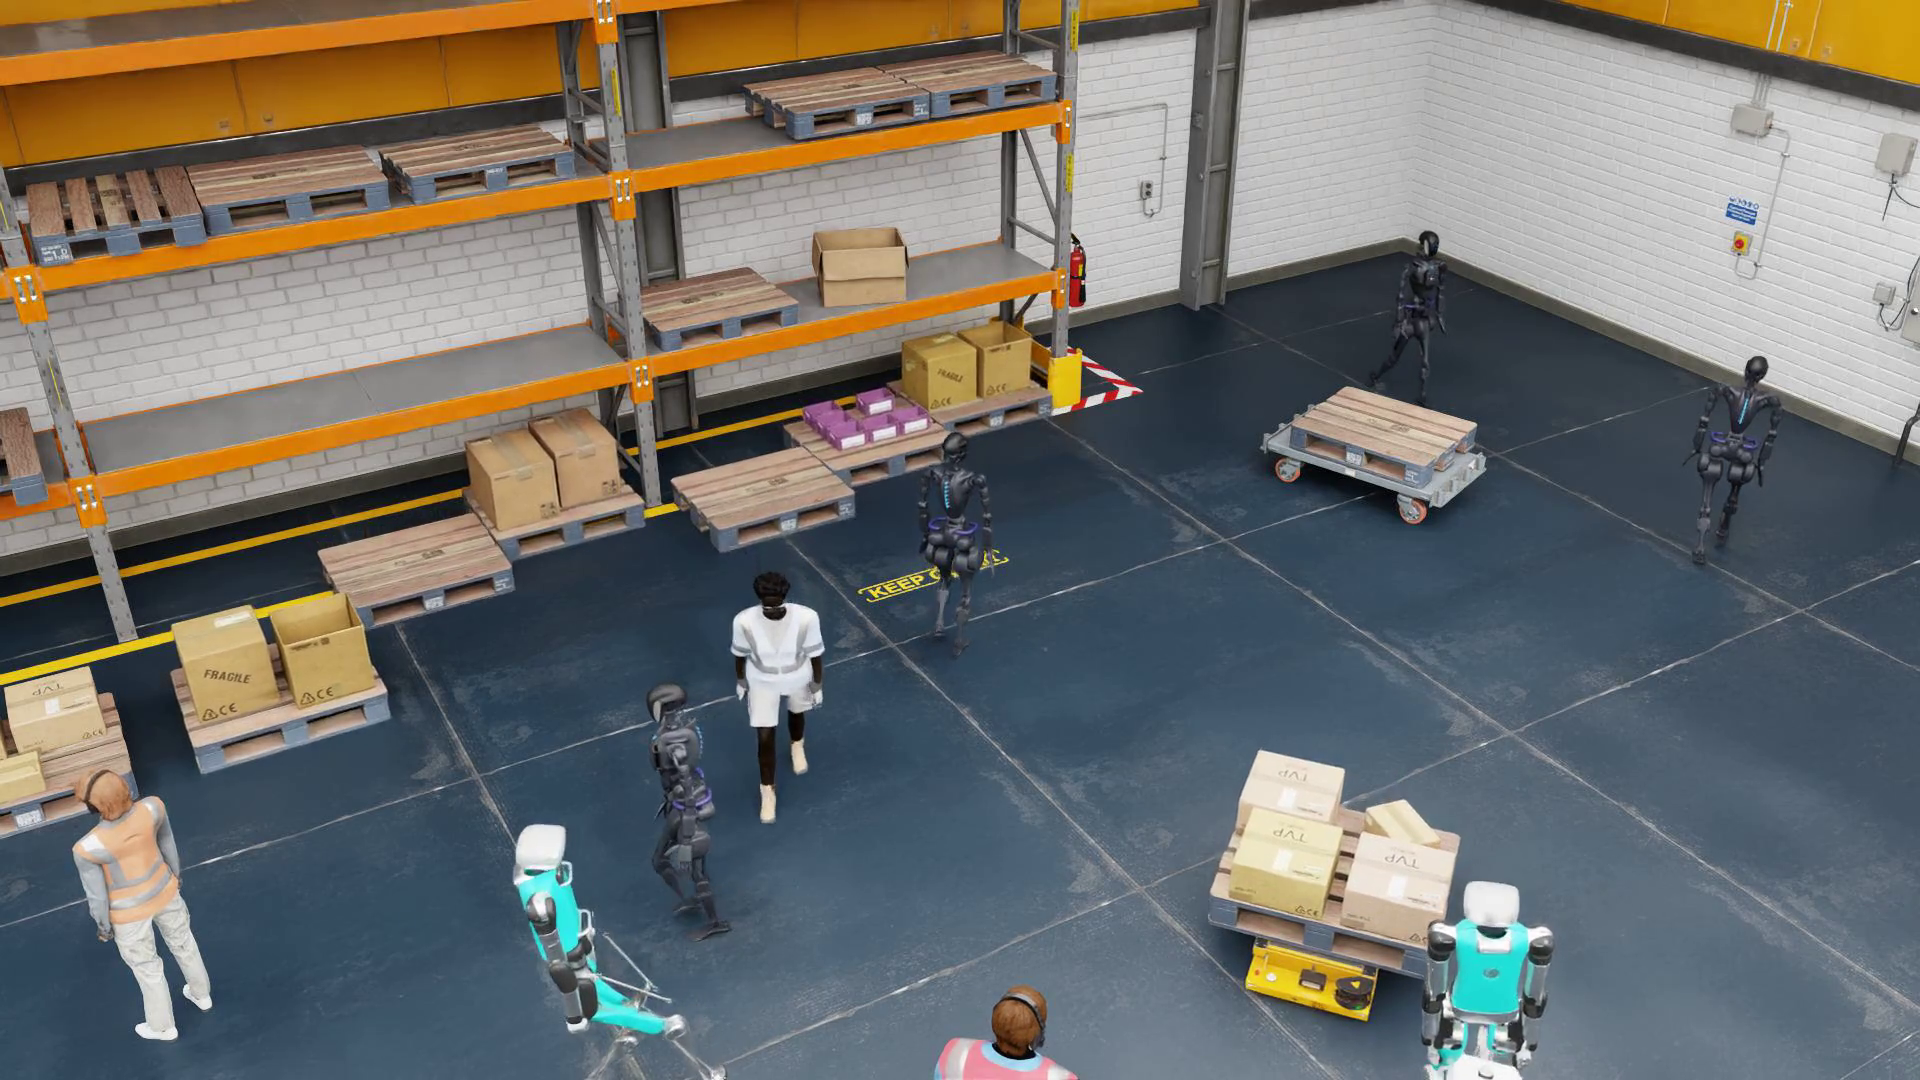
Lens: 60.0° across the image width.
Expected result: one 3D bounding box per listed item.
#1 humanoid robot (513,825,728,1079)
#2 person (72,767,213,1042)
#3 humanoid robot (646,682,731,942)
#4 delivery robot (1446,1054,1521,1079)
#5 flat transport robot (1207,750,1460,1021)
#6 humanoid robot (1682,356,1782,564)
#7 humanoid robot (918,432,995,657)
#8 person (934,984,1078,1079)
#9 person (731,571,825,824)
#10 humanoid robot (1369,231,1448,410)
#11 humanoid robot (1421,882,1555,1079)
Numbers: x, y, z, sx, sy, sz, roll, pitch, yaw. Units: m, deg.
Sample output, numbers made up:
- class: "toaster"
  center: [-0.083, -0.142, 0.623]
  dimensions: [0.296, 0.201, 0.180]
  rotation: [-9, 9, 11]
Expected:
- class: "humanoid robot"
  center: [-1.533, 2.040, 7.884]
  dimensions: [0.971, 1.764, 0.550]
  rotation: [-6, 30, -10]
- class: "person"
  center: [-4.107, 1.822, 8.354]
  dimensions: [0.306, 1.640, 0.512]
  rotation: [14, 32, 23]
- class: "humanoid robot"
  center: [-1.478, 1.478, 8.932]
  dimensions: [0.377, 1.648, 0.591]
  rotation: [-10, 31, -18]
- class: "delivery robot"
  center: [2.399, 2.782, 7.736]
  dimensions: [0.499, 0.572, 0.747]
  rotation: [10, 31, 18]
- class: "flat transport robot"
  center: [2.082, 2.068, 9.314]
  dimensions: [0.659, 0.231, 1.431]
  rotation: [11, 31, 19]
- class: "humanoid robot"
  center: [5.893, -0.671, 12.764]
  dimensions: [0.592, 1.630, 0.760]
  rotation: [12, 32, 21]
- class: "humanoid robot"
  center: [-0.035, 0.024, 11.492]
  dimensions: [0.590, 1.647, 0.377]
  rotation: [12, 32, 20]
- class: "person"
  center: [0.210, 2.563, 6.855]
  dimensions: [0.629, 1.836, 0.431]
  rotation: [10, 31, 18]
- class: "person"
  center: [-1.084, 0.867, 10.032]
  dimensions: [0.551, 1.641, 0.852]
  rotation: [-4, 30, -8]
- class: "humanoid robot"
  center: [4.158, -2.052, 15.223]
  dimensions: [0.601, 1.638, 0.766]
  rotation: [-14, 32, -23]
- class: "humanoid robot"
  center: [2.356, 2.148, 7.695]
  dimensions: [0.573, 1.757, 0.944]
  rotation: [4, 30, 8]
